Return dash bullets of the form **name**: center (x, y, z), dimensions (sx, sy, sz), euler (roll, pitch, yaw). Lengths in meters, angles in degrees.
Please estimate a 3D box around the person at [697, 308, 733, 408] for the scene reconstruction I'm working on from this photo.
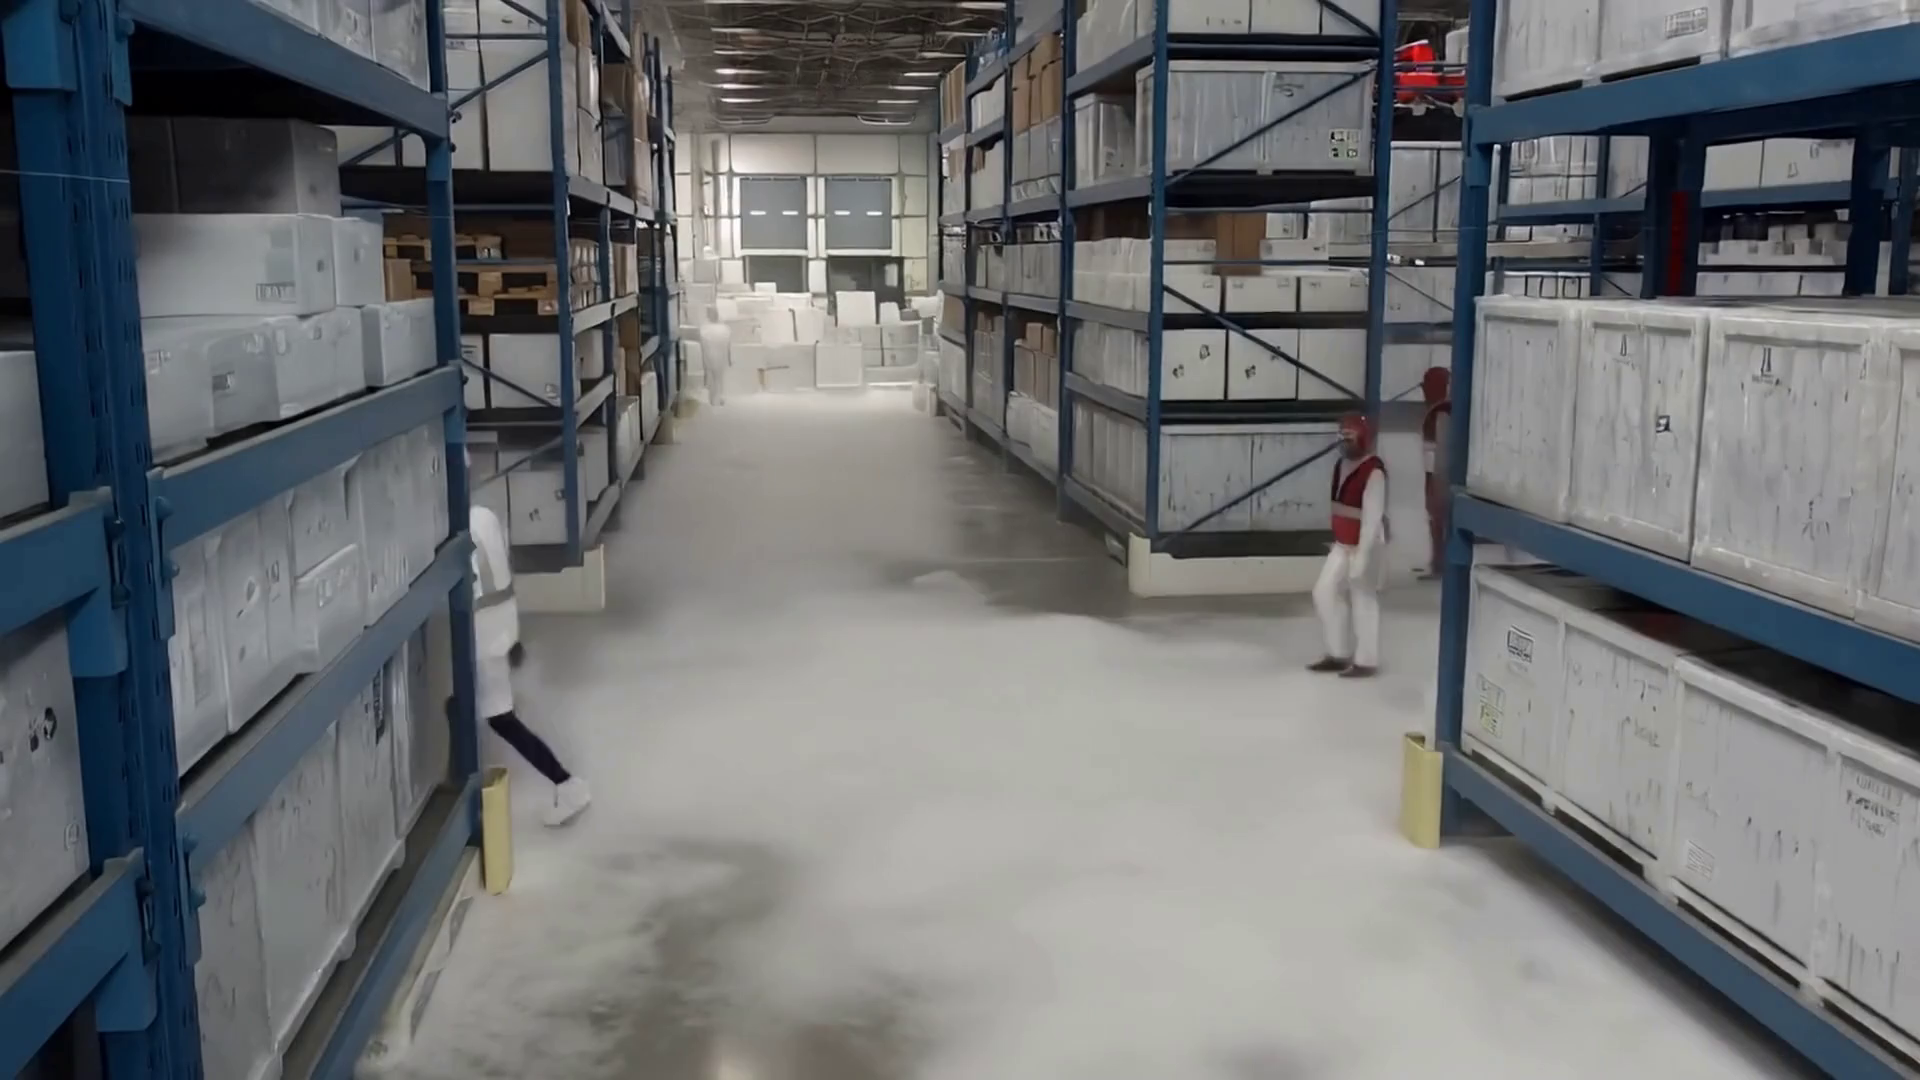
- **person**: center (-4.648, -3.441, 31.465), dimensions (0.676, 1.891, 0.431), euler (-5, 11, -26)

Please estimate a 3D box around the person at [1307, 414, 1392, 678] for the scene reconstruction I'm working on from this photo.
- **person**: center (2.636, 0.054, 11.336), dimensions (0.581, 1.827, 0.569), euler (-3, 10, -17)

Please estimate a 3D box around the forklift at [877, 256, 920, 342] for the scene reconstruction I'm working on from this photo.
- **forklift**: center (-2.223, -7.844, 54.233), dimensions (1.129, 2.768, 1.873), euler (-6, 12, -33)

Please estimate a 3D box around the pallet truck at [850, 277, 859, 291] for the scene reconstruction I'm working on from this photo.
- **pallet truck**: center (-3.782, -9.391, 65.808), dimensions (1.885, 1.965, 0.823), euler (2, 10, 10)

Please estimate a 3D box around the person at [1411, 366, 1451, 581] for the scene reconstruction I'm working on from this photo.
- **person**: center (4.258, -0.588, 14.787), dimensions (0.372, 1.916, 0.597), euler (2, 10, 9)

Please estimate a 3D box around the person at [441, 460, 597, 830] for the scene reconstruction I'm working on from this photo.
- **person**: center (-2.316, 0.496, 8.309), dimensions (1.002, 1.989, 0.638), euler (0, 10, 1)

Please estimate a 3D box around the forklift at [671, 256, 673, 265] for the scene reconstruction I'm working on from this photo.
- **forklift**: center (-10.987, -9.066, 61.344), dimensions (1.129, 2.768, 1.873), euler (-1, 10, -7)

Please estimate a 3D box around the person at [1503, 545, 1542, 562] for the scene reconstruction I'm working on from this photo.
- **person**: center (4.827, -0.353, 14.339), dimensions (0.519, 1.605, 0.558), euler (8, 13, 40)
